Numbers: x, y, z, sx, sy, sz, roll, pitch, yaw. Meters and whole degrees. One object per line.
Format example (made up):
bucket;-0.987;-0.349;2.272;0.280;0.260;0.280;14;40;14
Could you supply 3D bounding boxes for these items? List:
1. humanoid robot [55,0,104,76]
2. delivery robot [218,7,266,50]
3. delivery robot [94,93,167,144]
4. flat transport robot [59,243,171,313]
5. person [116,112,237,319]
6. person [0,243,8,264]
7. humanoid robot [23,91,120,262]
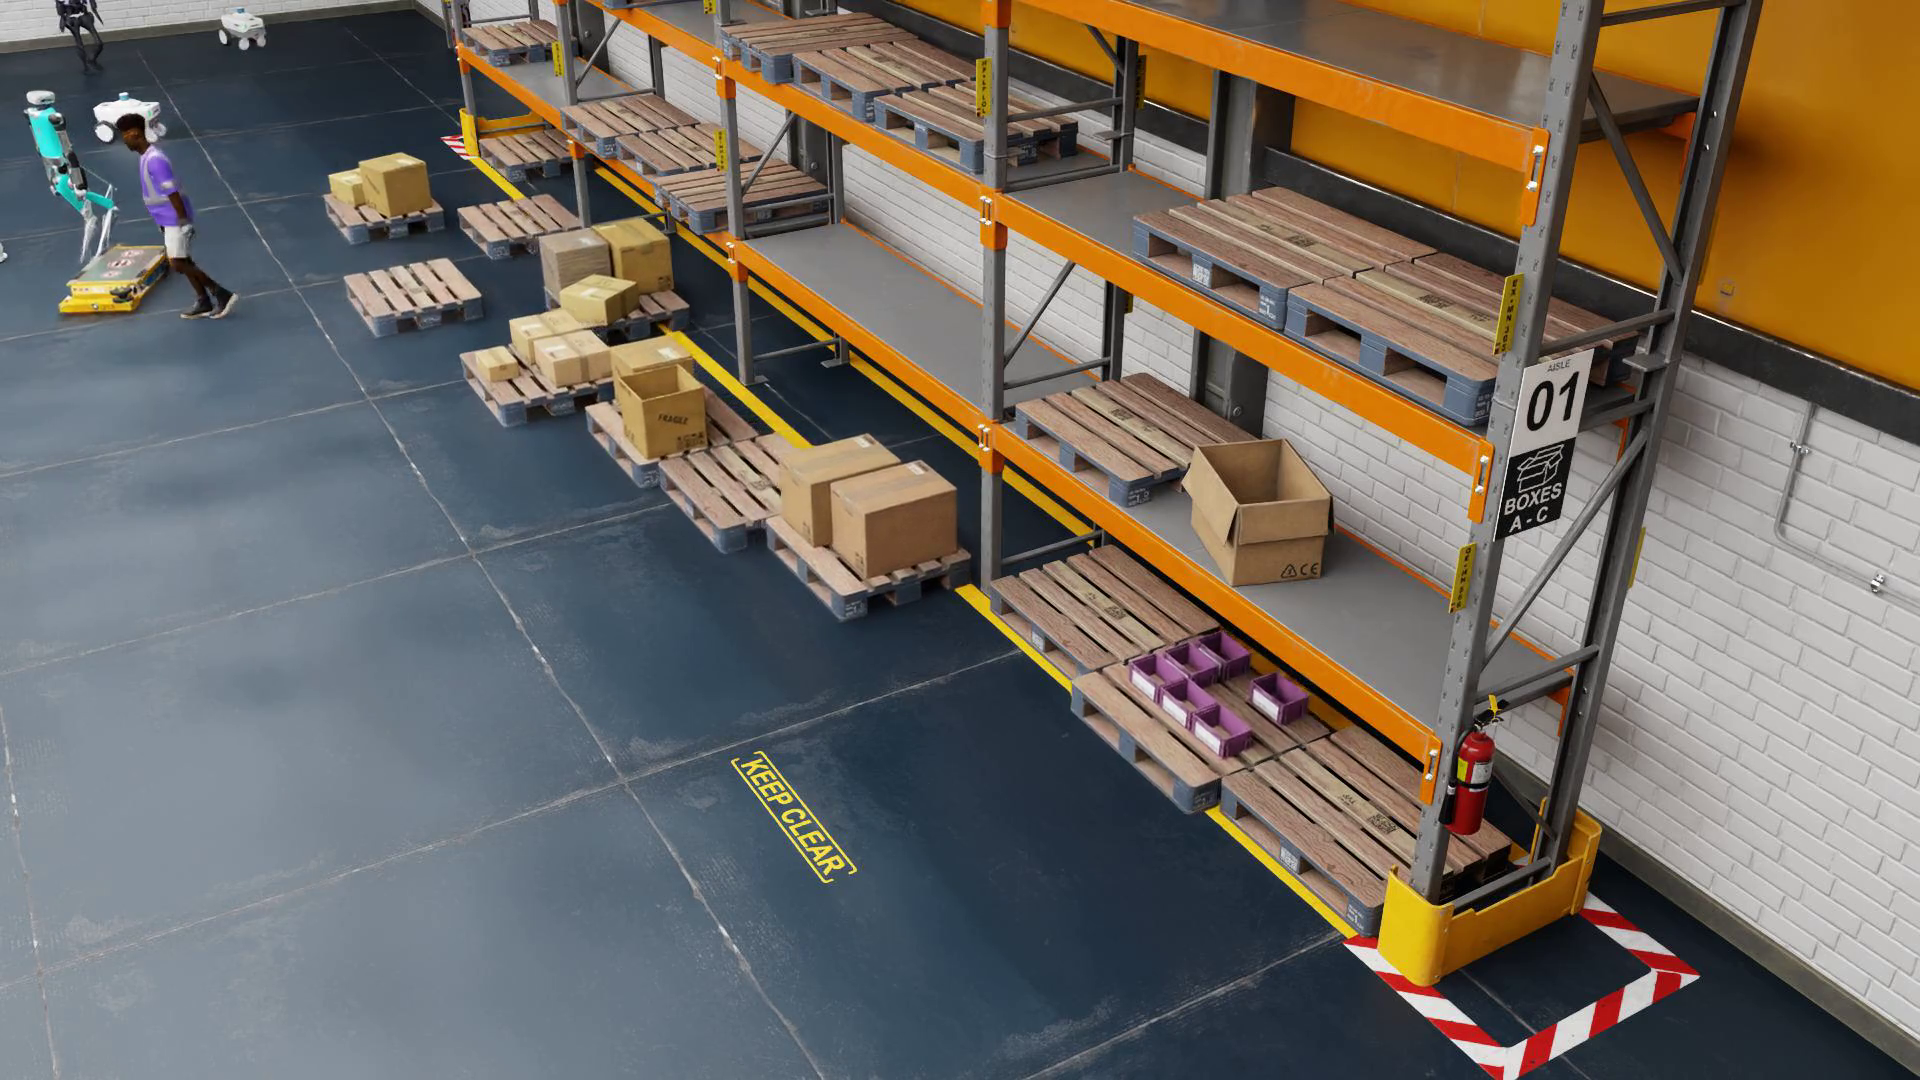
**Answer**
humanoid robot;-12.250;-7.296;23.078;0.353;1.645;0.613;18;34;29
delivery robot;-10.733;-7.655;24.873;0.782;0.611;0.517;22;36;34
delivery robot;-10.275;-5.220;20.544;0.773;0.582;0.499;-1;30;-1
flat transport robot;-8.135;-2.553;16.139;0.659;0.231;1.431;-2;30;-4
person;-7.136;-2.927;15.121;0.611;1.923;0.659;-15;33;-25
person;-9.862;-3.533;16.412;0.465;1.706;0.367;-10;31;-16
humanoid robot;-8.696;-3.568;16.493;0.540;1.852;0.677;16;33;27
